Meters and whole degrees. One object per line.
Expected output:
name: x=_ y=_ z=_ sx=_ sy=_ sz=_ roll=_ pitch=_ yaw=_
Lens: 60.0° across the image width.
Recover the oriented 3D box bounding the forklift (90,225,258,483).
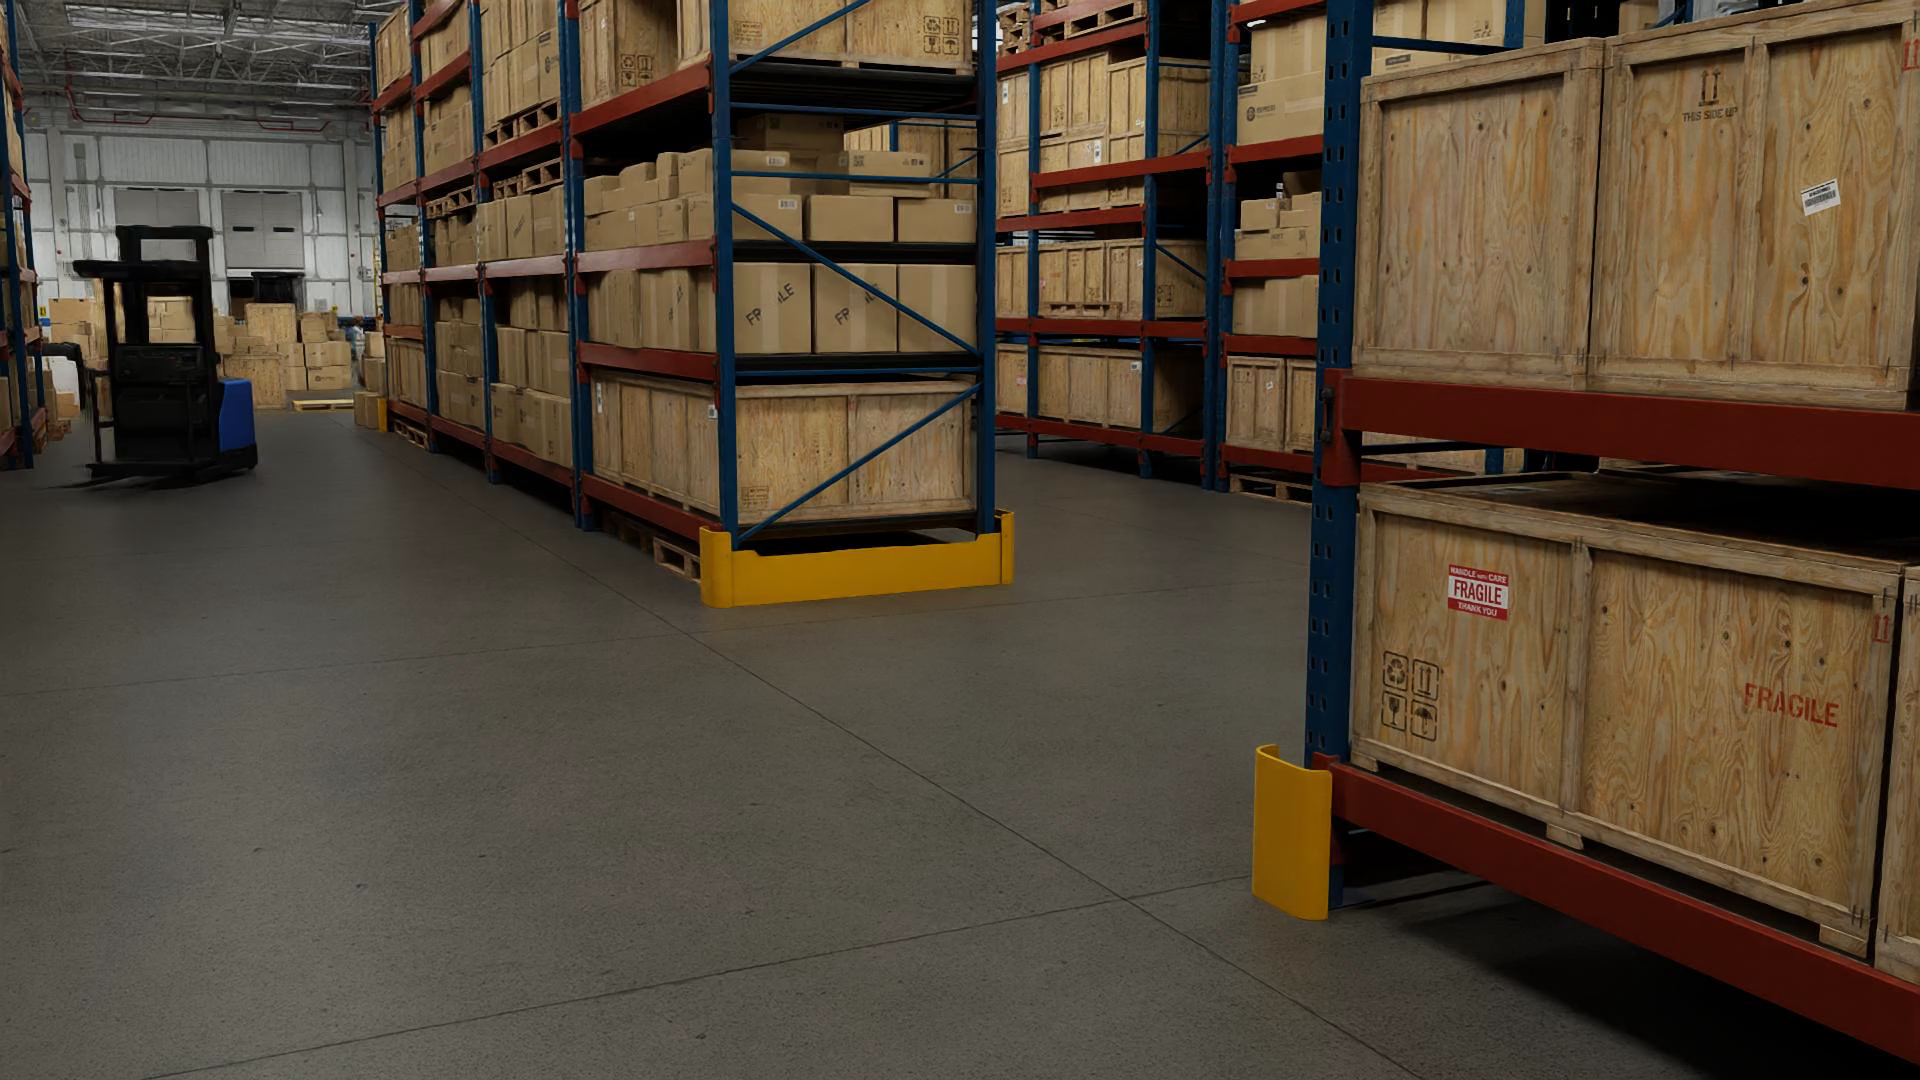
forklift: x=-8.788 y=-2.100 z=18.572 sx=1.129 sy=2.768 sz=1.873 roll=0 pitch=8 yaw=-1

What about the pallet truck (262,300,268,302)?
pallet truck: x=-23.913 y=-7.404 z=58.171 sx=1.885 sy=1.965 sz=0.823 roll=-1 pitch=8 yaw=-9

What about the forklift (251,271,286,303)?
forklift: x=-20.376 y=-6.535 z=49.152 sx=1.873 sy=2.768 sz=1.129 roll=6 pitch=10 yaw=35

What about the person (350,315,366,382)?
person: x=-14.475 y=-4.591 z=40.066 sx=0.378 sy=1.627 sz=0.520 roll=0 pitch=8 yaw=0
